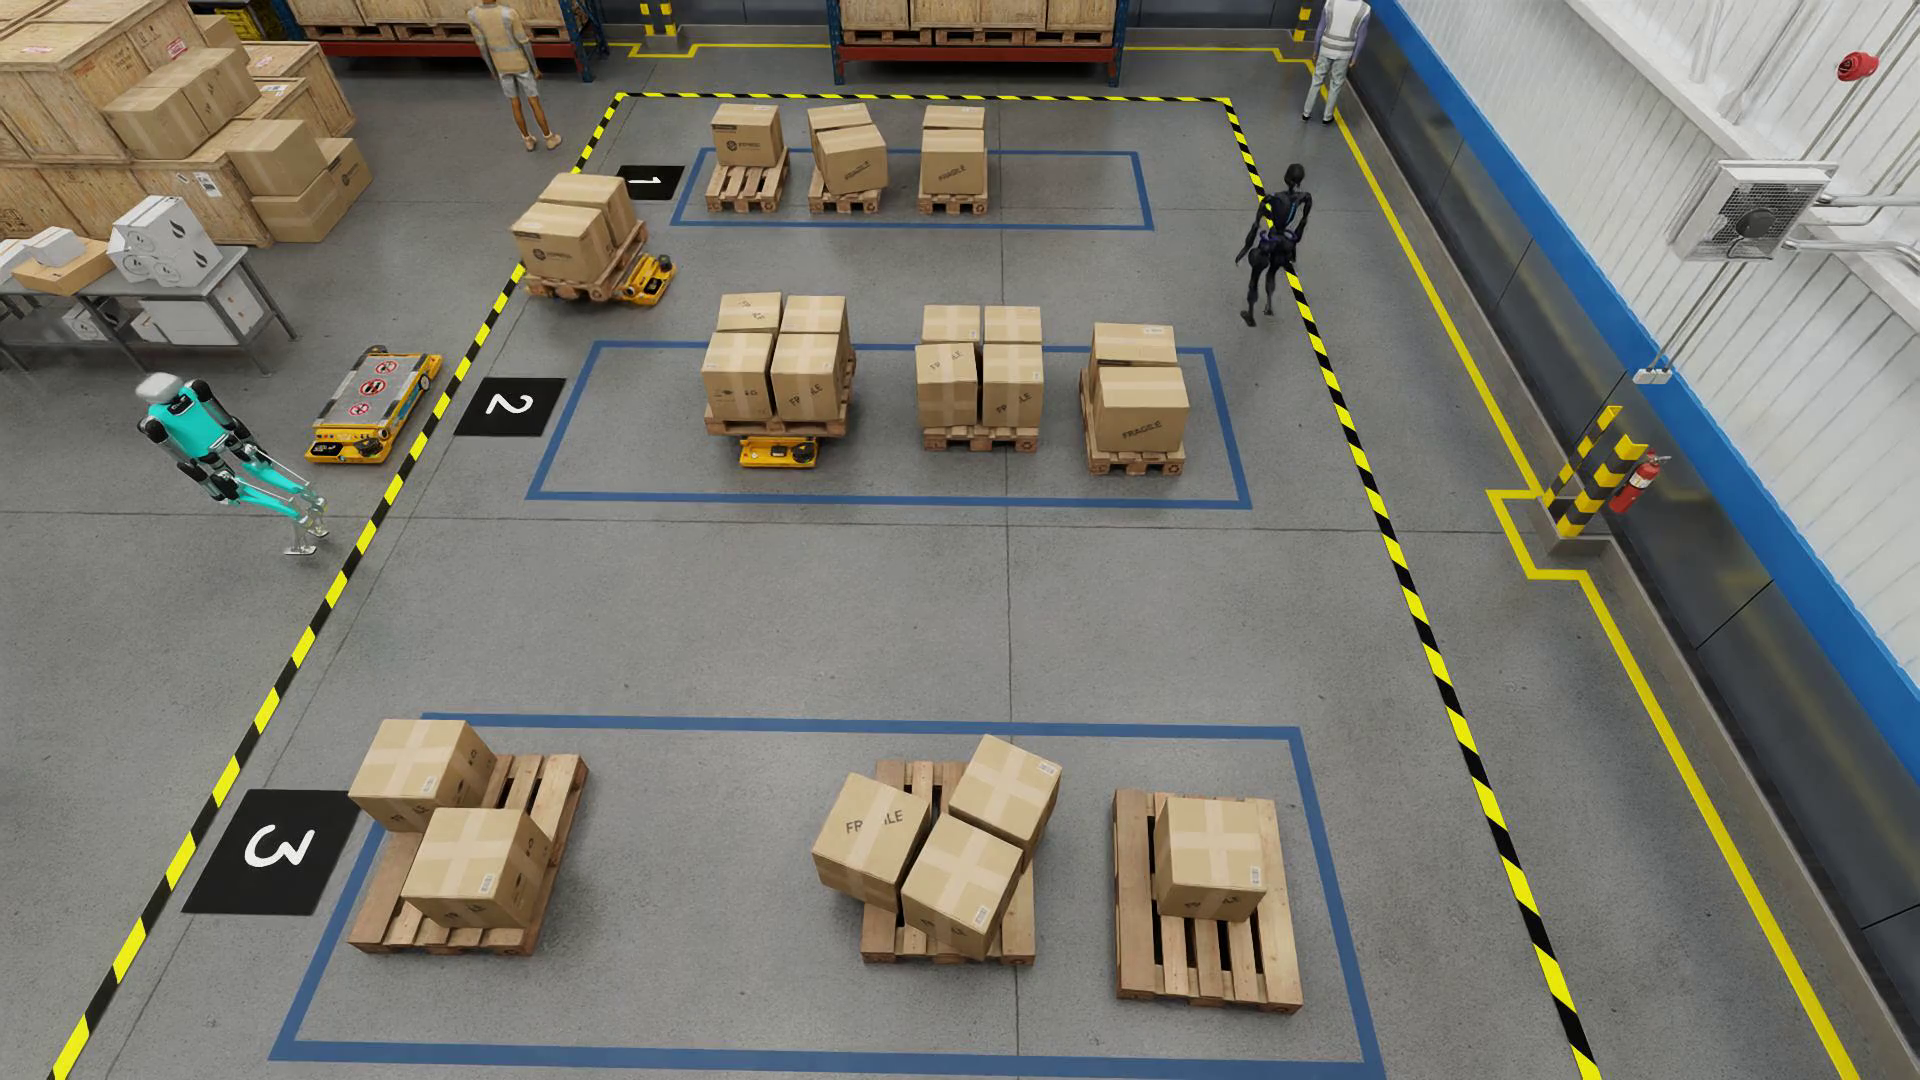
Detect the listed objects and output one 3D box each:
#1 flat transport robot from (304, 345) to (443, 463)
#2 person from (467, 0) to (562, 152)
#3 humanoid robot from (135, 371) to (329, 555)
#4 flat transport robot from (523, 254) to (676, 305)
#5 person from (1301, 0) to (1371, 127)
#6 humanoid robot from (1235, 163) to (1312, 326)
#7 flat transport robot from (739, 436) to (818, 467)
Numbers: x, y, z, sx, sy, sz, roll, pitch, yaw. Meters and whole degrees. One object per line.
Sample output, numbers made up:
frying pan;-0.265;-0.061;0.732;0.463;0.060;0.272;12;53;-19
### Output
flat transport robot;-5.383;-1.269;8.441;0.659;0.231;1.431;1;50;1
person;-5.398;-5.732;11.063;0.604;2.033;0.386;-2;50;-2
humanoid robot;-5.176;-0.495;6.738;0.735;1.674;0.533;10;50;8
flat transport robot;-3.829;-2.828;9.741;1.431;0.197;0.652;6;50;5
person;4.757;-6.186;11.574;0.590;1.837;0.404;22;53;18
humanoid robot;2.997;-2.809;8.822;0.608;1.651;0.353;-8;50;-7
flat transport robot;-1.582;-1.235;8.394;0.652;0.197;1.431;1;50;1
